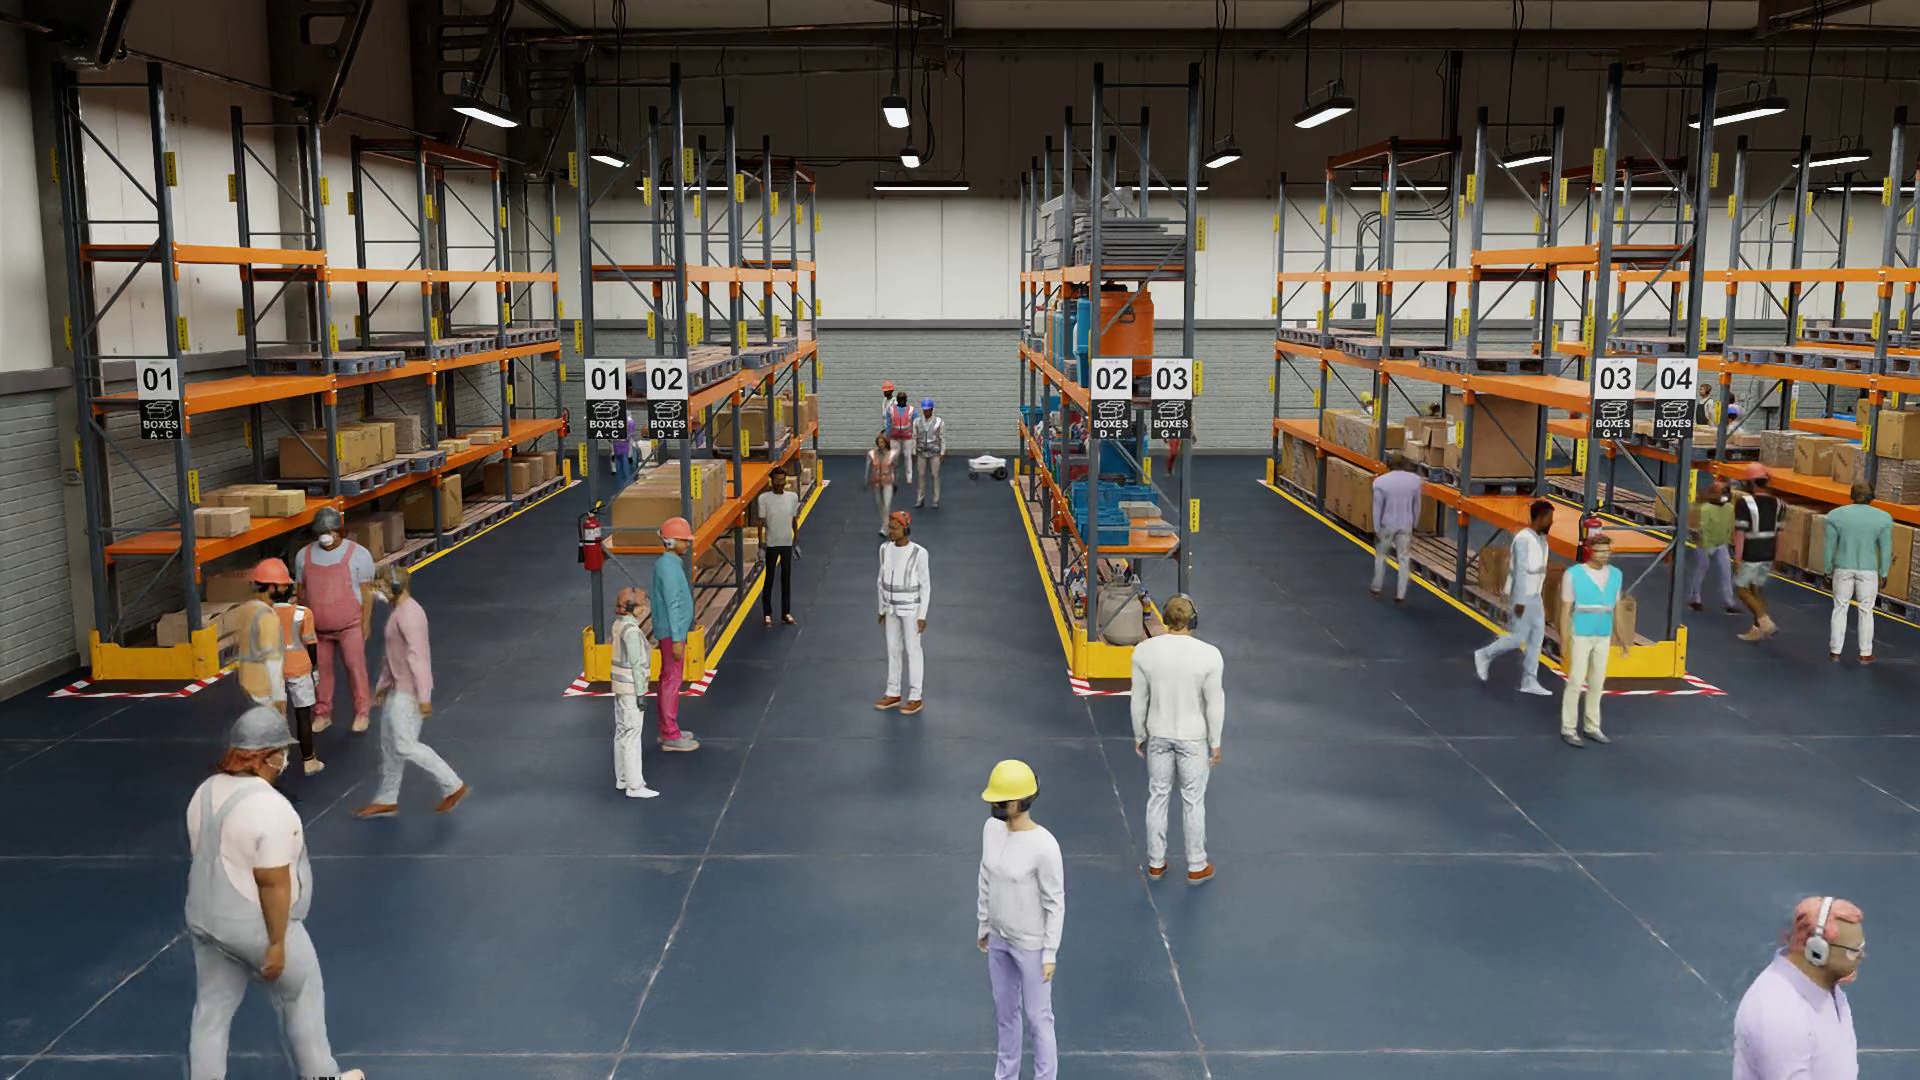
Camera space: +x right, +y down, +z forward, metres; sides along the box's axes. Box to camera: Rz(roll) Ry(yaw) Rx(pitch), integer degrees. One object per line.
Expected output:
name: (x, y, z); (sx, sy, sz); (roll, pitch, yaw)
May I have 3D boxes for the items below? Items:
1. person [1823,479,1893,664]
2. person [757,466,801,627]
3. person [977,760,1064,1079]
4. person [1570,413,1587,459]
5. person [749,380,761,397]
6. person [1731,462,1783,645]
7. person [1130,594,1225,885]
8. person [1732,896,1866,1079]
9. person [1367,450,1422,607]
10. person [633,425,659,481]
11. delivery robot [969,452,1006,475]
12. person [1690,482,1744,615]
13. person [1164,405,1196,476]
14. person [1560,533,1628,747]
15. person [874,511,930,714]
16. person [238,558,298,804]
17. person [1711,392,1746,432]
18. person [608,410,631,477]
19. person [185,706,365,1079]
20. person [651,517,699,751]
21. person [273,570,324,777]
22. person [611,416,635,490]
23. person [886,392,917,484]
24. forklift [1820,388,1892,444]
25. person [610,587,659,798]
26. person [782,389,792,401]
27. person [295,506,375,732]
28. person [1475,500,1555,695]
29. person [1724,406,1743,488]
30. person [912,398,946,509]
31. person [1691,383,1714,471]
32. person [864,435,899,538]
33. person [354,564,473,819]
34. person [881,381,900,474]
person: (9.351, 0.329, 17.367); (0.630, 1.936, 0.369); (6, 11, 34)
person: (-2.091, 0.068, 19.259); (0.523, 1.870, 0.317); (-4, 10, -24)
person: (0.262, 1.891, 7.864); (0.327, 1.765, 0.531); (-7, 11, -39)
person: (13.896, -2.664, 37.288); (0.451, 1.718, 0.483); (-6, 11, -33)
person: (-4.183, -2.293, 34.066); (0.403, 1.987, 0.616); (-3, 9, -16)
person: (8.696, 0.168, 18.147); (0.661, 2.017, 0.627); (-4, 10, -23)
person: (1.438, 1.314, 11.021); (0.628, 1.940, 0.378); (4, 10, 24)
person: (2.957, 2.154, 5.921); (0.643, 1.848, 1.041); (-8, 12, -42)
person: (5.384, -0.166, 20.664); (0.655, 1.903, 0.911); (0, 9, -1)
person: (-5.123, -1.080, 27.384); (0.510, 1.639, 0.308); (-1, 9, -9)
delivery robot: (0.545, -1.521, 33.388); (0.707, 0.478, 0.477); (-2, 9, -13)
person: (9.069, 0.109, 19.861); (0.513, 1.593, 0.786); (-2, 9, -15)
person: (4.376, -2.142, 33.212); (0.659, 1.958, 0.817); (0, 9, -1)
person: (5.433, 0.846, 14.346); (0.587, 1.841, 0.399); (-3, 9, -17)
person: (-0.533, 0.664, 15.382); (0.574, 1.882, 0.358); (7, 11, 38)
person: (-5.225, 1.084, 12.561); (0.456, 1.915, 0.578); (-7, 11, -39)
person: (14.985, -1.973, 32.491); (0.635, 1.839, 0.428); (3, 9, 16)
person: (-6.971, -2.201, 34.033); (0.596, 1.819, 0.403); (-8, 12, -41)
person: (-3.294, 1.749, 7.891); (0.699, 2.000, 0.874); (5, 10, 29)
person: (-2.432, 0.793, 14.195); (0.391, 1.990, 0.621); (-2, 9, -15)
person: (-5.414, 1.070, 13.376); (0.532, 1.692, 0.320); (0, 9, -3)
person: (-6.035, -1.570, 29.643); (0.589, 1.918, 0.393); (8, 12, 41)
person: (-1.144, -2.002, 32.712); (0.618, 1.836, 0.431); (0, 9, 2)
forklift: (20.072, -3.110, 36.462); (1.873, 2.768, 1.129); (0, 9, 0)
person: (-2.547, 1.174, 12.880); (0.310, 1.640, 0.514); (-4, 10, -26)
person: (-3.766, -2.480, 36.368); (0.307, 1.645, 0.518); (2, 9, 14)
person: (-5.532, 0.695, 14.676); (0.686, 2.000, 0.535); (0, 9, 0)
person: (5.452, 0.539, 16.174); (0.698, 1.887, 0.632); (9, 12, 44)
person: (12.898, -1.273, 27.791); (0.506, 1.896, 0.723); (7, 11, 37)
person: (-0.553, -1.517, 29.198); (0.608, 1.946, 0.406); (2, 9, 15)
person: (15.673, -2.380, 35.079); (0.345, 1.846, 0.508); (-1, 9, -3)
person: (-1.228, -0.831, 25.925); (0.511, 1.593, 0.868); (2, 9, 10)
person: (-4.101, 1.131, 12.297); (0.855, 1.910, 0.675); (-3, 9, -19)
person: (-1.466, -2.319, 34.442); (0.398, 1.930, 0.550); (-6, 11, -34)
